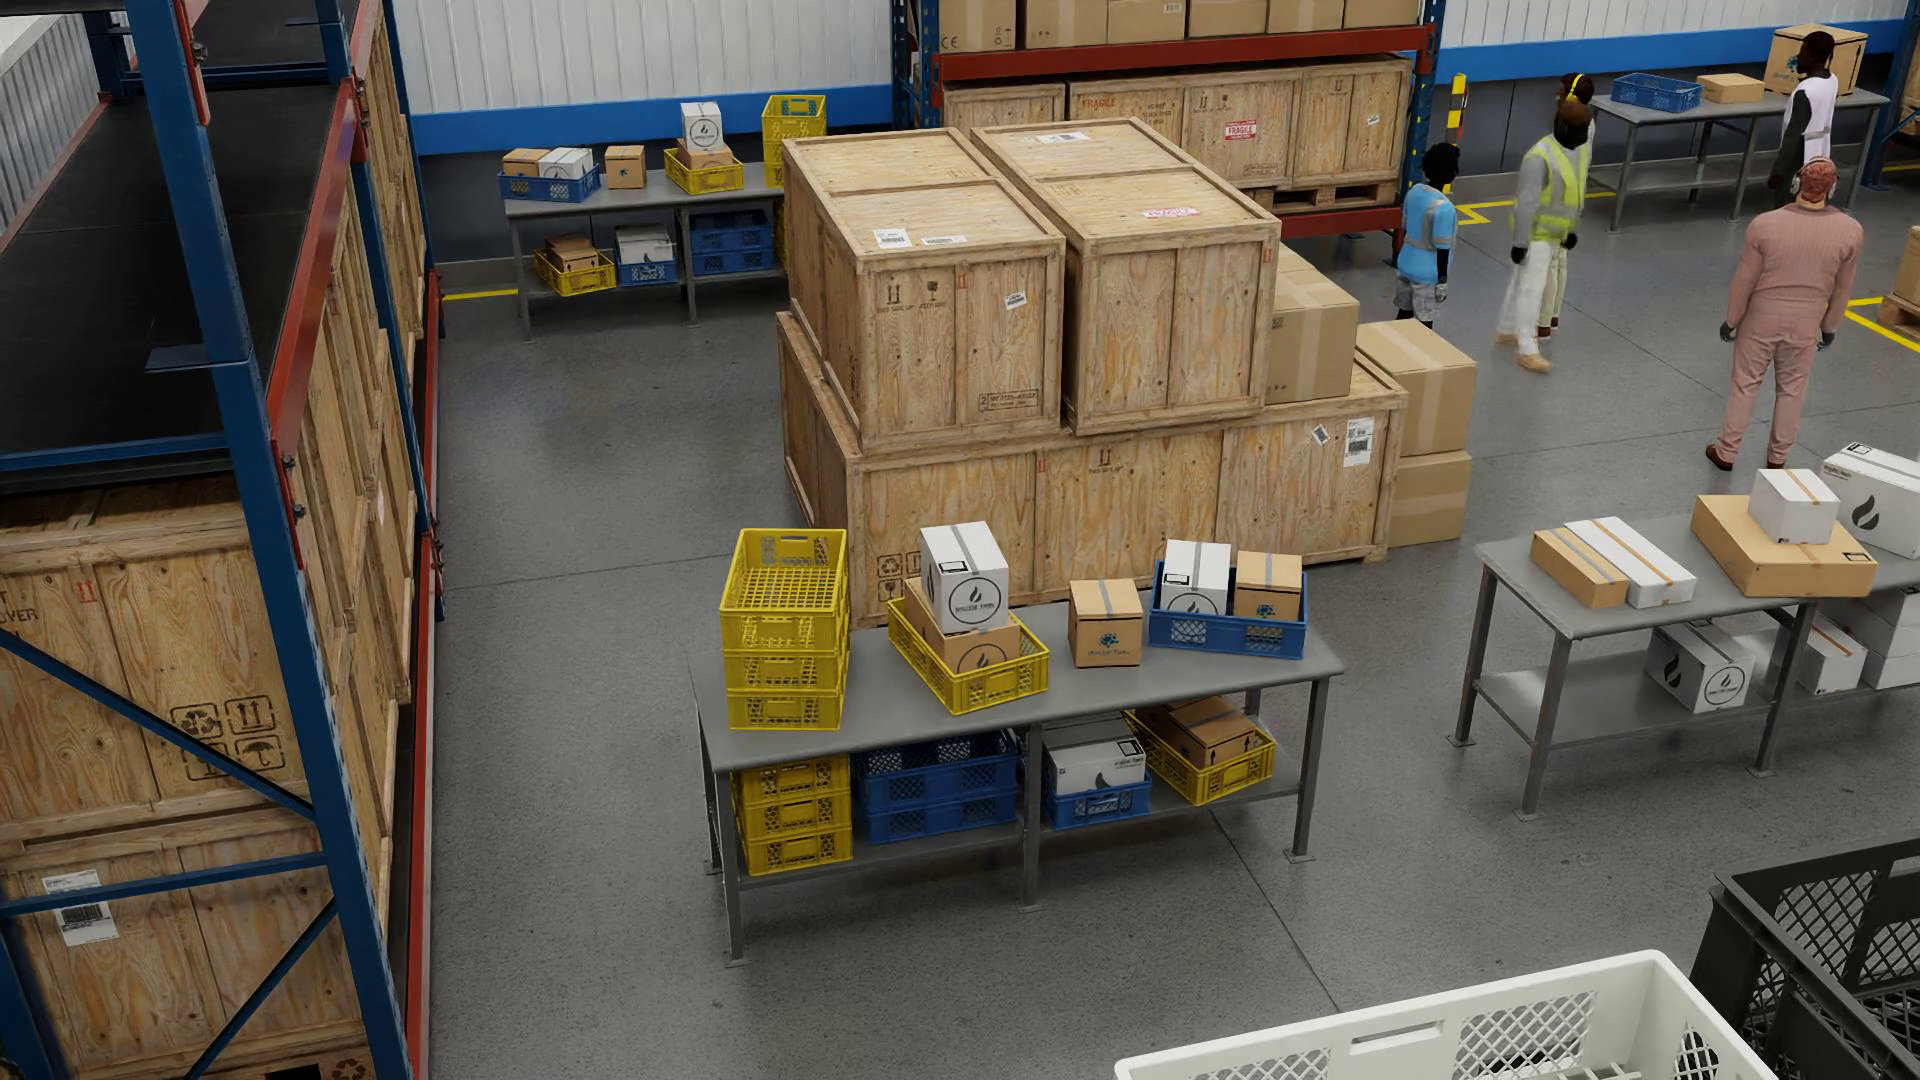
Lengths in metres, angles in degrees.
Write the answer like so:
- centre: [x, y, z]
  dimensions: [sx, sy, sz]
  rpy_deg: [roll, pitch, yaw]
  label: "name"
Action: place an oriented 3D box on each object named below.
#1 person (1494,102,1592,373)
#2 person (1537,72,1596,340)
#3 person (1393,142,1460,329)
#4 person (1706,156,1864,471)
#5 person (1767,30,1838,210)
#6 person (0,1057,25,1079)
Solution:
- centre: [3.982, -2.075, 11.288]
  dimensions: [0.633, 1.815, 0.623]
  rpy_deg: [-25, 38, -38]
  label: "person"
- centre: [4.184, -2.335, 11.682]
  dimensions: [0.329, 1.872, 0.508]
  rpy_deg: [19, 34, 30]
  label: "person"
- centre: [3.005, -1.726, 10.753]
  dimensions: [0.317, 1.696, 0.537]
  rpy_deg: [-7, 30, -12]
  label: "person"
- centre: [4.823, -1.305, 9.774]
  dimensions: [0.655, 1.906, 0.407]
  rpy_deg: [5, 29, 10]
  label: "person"
- centre: [6.371, -2.879, 12.627]
  dimensions: [0.384, 1.913, 0.592]
  rpy_deg: [23, 36, 36]
  label: "person"
- centre: [-2.117, 1.915, 3.908]
  dimensions: [0.374, 1.933, 0.625]
  rpy_deg: [23, 36, 35]
  label: "person"
